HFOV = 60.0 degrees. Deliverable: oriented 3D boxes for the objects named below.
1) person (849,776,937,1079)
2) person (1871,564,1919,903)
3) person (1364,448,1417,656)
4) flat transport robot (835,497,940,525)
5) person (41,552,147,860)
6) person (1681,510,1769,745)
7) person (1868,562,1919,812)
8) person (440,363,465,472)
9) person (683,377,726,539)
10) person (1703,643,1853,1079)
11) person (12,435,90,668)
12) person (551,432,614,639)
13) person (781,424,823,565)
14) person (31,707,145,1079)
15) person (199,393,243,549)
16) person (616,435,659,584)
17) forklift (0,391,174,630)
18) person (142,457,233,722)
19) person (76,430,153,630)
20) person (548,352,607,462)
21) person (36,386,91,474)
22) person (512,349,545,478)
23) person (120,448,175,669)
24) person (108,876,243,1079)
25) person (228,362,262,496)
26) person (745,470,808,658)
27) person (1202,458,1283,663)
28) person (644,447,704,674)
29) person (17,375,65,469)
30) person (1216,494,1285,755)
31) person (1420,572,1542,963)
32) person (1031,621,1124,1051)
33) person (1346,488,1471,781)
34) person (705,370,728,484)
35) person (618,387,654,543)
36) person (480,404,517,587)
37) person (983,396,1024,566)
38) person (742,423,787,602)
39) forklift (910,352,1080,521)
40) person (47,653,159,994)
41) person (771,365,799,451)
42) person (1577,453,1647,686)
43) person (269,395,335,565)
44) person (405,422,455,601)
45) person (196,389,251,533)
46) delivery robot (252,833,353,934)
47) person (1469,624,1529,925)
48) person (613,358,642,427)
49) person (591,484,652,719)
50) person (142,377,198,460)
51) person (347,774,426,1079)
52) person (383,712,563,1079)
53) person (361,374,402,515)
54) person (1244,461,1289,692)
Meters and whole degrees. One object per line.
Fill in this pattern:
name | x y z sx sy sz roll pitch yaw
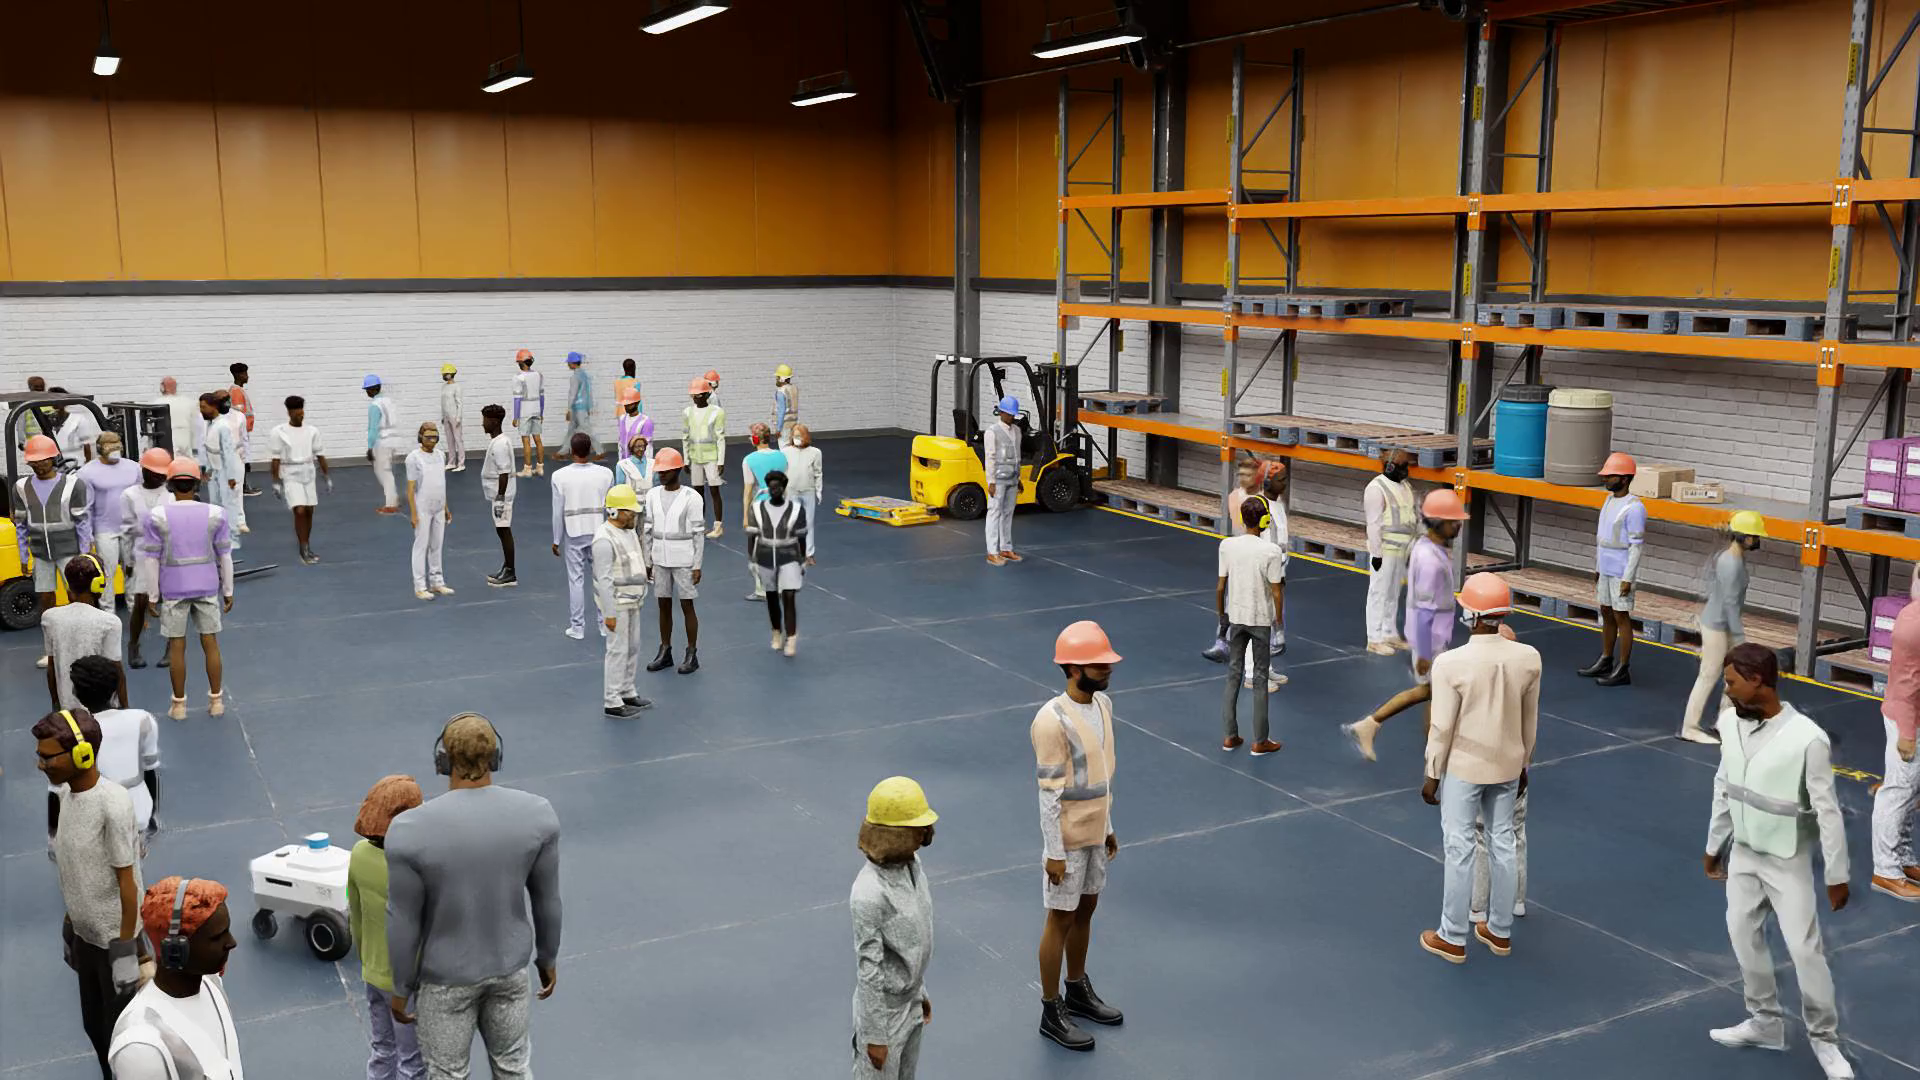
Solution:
person | -0.223 1.691 5.979 0.298 1.745 0.484 3 10 19
person | 5.357 1.022 9.275 0.629 1.940 0.378 -9 14 -43
person | 3.862 0.096 14.889 0.429 1.844 0.627 9 13 41
flat transport robot | -0.981 -0.404 22.278 0.652 0.197 1.431 -8 13 -40
person | -5.034 1.000 9.639 0.510 1.861 0.324 1 10 8
person | 5.591 0.639 12.042 0.609 1.739 0.571 5 11 27
person | 6.166 0.809 10.603 0.435 1.910 0.721 2 10 11
person | -8.307 -1.997 27.154 0.524 1.769 0.309 8 13 39
person | -3.203 -1.015 20.750 0.601 2.036 0.404 4 11 21
person | 3.635 1.396 7.313 0.444 1.871 0.745 -4 10 -20
person | -7.787 0.108 14.284 0.601 2.036 0.407 -1 10 -7
person | -3.483 -0.040 15.445 0.598 1.917 0.375 -5 11 -27
person | -1.815 -0.517 19.008 0.501 1.633 0.288 -1 10 -7
person | -3.347 1.554 6.466 0.527 1.856 0.340 8 12 38
person | -8.906 -0.830 20.054 0.467 1.908 0.667 -7 12 -36
person | -3.444 -0.314 17.825 0.513 1.641 0.307 -8 13 -40
forklift | -9.026 -0.363 16.508 1.214 2.155 2.313 6 11 29
person | -5.897 0.375 12.745 0.612 2.030 0.403 -6 12 -33
person | -7.928 -0.074 15.618 0.379 1.931 0.635 7 12 37
person | -6.490 -2.248 28.242 1.021 1.893 0.634 0 10 -2
person | -11.026 -0.927 20.464 0.600 1.944 0.420 0 10 0
person | -6.871 -2.012 26.442 0.371 2.044 0.608 7 12 34
person | -6.940 0.154 14.355 0.584 1.915 0.438 -3 10 -14
person | -2.152 1.851 4.676 0.357 1.880 0.576 -1 10 -6
person | -10.573 -1.636 24.494 0.367 1.966 0.607 -5 11 -28
person | -1.625 0.220 14.679 0.536 1.656 0.823 1 10 4
person | 2.523 0.187 14.465 0.951 1.802 0.593 -8 13 -39
person | -2.447 0.175 14.150 0.552 1.937 0.356 4 10 20
person | -13.139 -1.452 23.882 0.702 1.820 0.647 8 12 38
person | 2.084 0.602 11.891 0.532 1.870 0.316 7 12 35
person | 2.620 1.144 8.401 0.612 1.997 0.376 -3 10 -16
person | 0.550 1.319 7.557 0.351 1.942 0.545 6 12 32
person | 3.099 0.640 11.249 0.797 2.021 0.612 2 10 12
person | -3.818 -1.731 25.748 0.321 1.720 0.564 -5 11 -27
person | -4.024 -0.926 20.539 0.549 1.926 0.388 7 12 34
person | -4.951 -0.486 17.873 0.361 1.964 0.617 -3 10 -14
person | 0.516 -0.686 19.108 0.401 1.938 0.602 8 13 39
person | -1.983 -0.284 17.083 0.381 1.838 0.565 9 13 41
forklift | 0.460 -1.461 22.833 2.313 2.155 1.214 -5 11 -28
person | -4.130 1.369 8.075 0.784 1.666 0.537 6 11 30
person | -2.716 -1.787 25.740 0.404 1.837 0.590 3 10 16
person | 5.414 0.241 13.767 0.362 1.939 0.542 -1 10 -7
person | -7.531 -0.693 19.137 0.616 1.933 0.655 7 12 35
person | -5.480 -0.306 17.192 0.336 1.842 0.508 5 11 28
person | -9.331 -0.991 21.131 0.633 1.845 0.429 -8 13 -40
delivery robot | -3.329 1.772 8.665 0.707 0.478 0.477 4 11 23
person | 2.854 1.242 8.899 0.513 1.630 0.317 -5 11 -25
person | -5.210 -1.893 26.145 0.595 1.910 0.406 9 13 41
person | -2.606 0.471 12.801 0.403 1.817 0.602 2 10 9
person | -10.900 -1.317 22.963 0.987 1.854 0.656 7 12 34
person | -2.120 1.685 6.332 0.507 1.633 0.276 8 13 39
person | -1.769 1.579 6.106 0.639 1.928 0.374 -6 12 -32
person | -7.885 -1.297 22.664 0.485 1.914 0.651 0 10 1
person | 2.528 0.288 13.657 0.355 1.883 0.573 5 11 28
